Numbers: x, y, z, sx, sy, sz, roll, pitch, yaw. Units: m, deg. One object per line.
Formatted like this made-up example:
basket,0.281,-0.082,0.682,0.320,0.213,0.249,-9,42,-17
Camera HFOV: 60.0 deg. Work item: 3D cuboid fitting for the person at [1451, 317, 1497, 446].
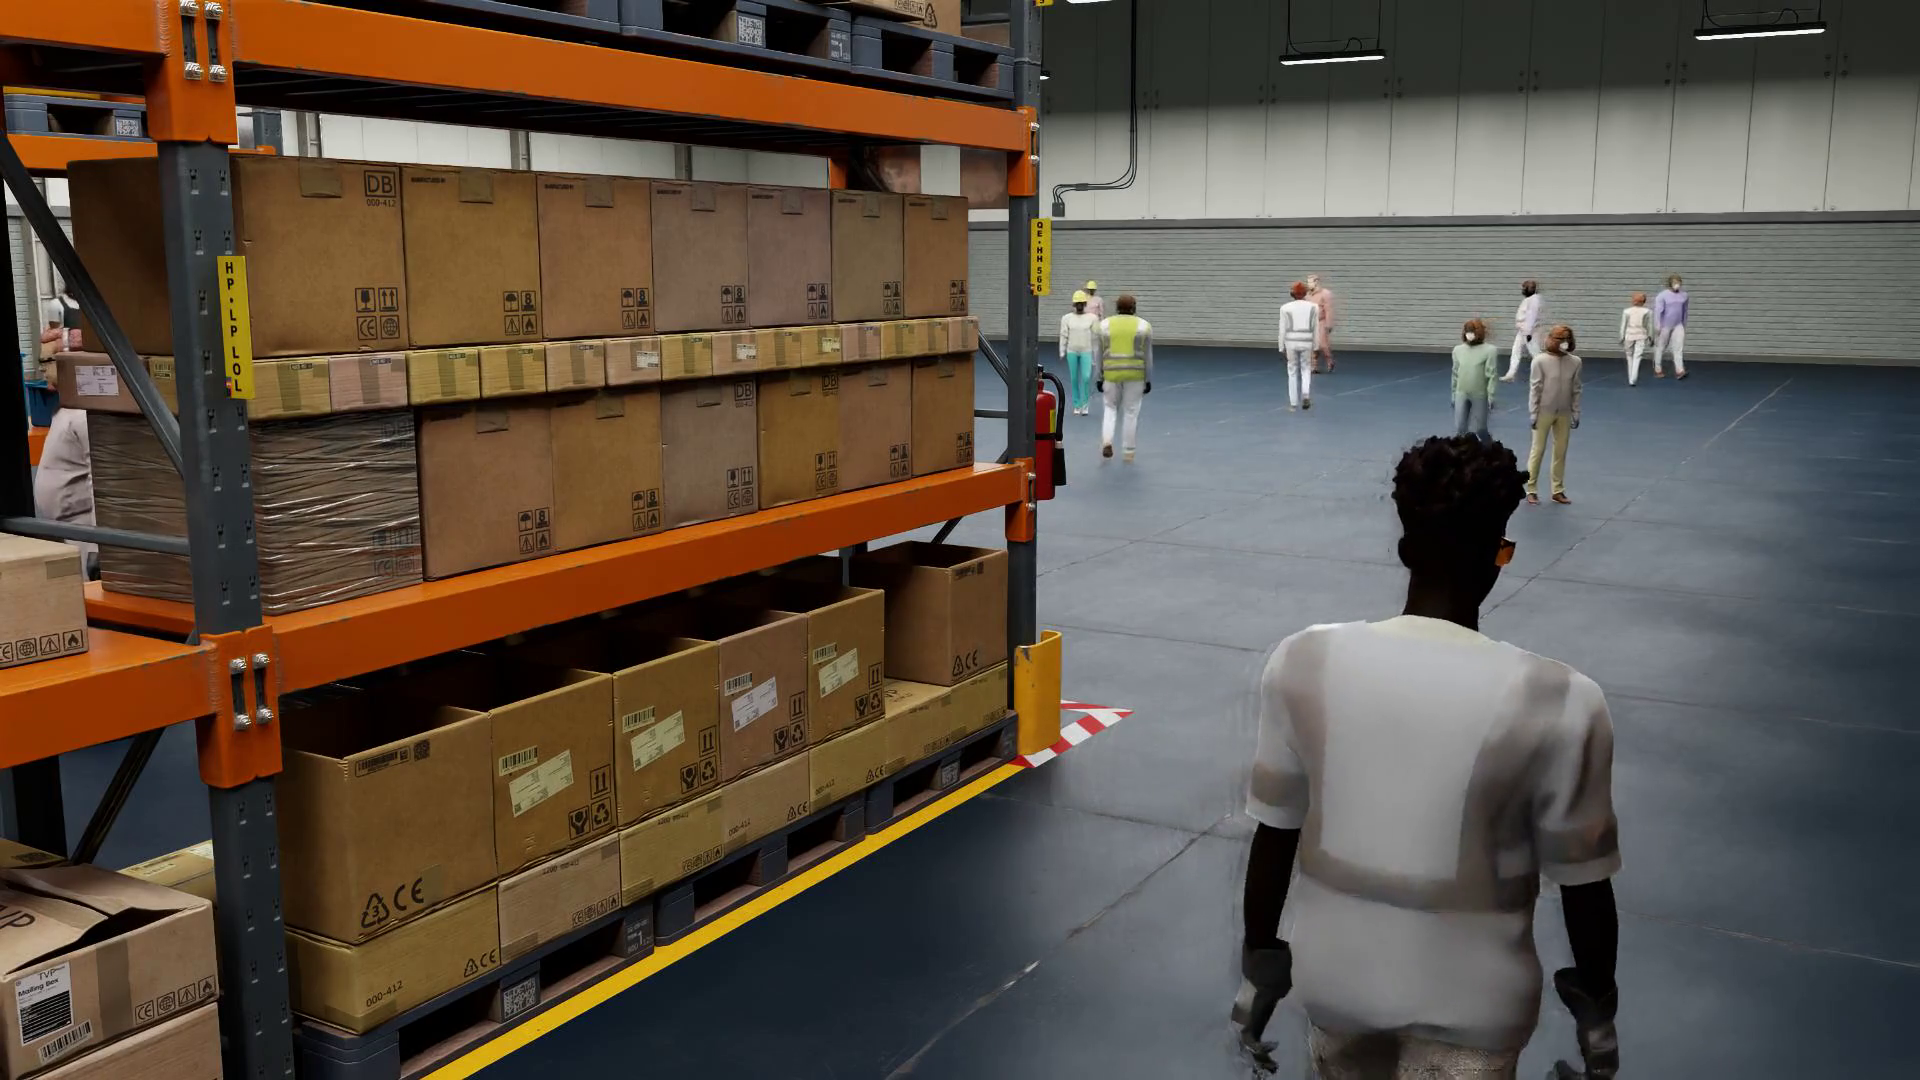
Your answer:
person,5.266,-1.476,17.008,0.511,1.614,0.625,9,13,41

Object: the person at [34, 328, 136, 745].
person,-4.006,-0.017,7.642,0.402,1.904,0.652,-6,11,-32

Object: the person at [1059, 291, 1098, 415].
person,1.651,-2.602,23.239,0.542,1.731,0.784,1,10,7

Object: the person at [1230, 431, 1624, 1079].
person,0.876,0.762,3.018,0.624,1.918,0.957,7,12,36

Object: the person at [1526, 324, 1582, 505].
person,5.328,-1.121,14.925,0.500,1.625,0.294,-2,10,-11

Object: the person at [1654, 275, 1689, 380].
person,12.896,-3.848,30.141,0.655,1.883,1.037,-1,10,-3

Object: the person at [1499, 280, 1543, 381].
person,10.149,-3.705,29.530,0.931,1.808,0.635,1,10,4

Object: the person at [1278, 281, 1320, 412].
person,4.844,-2.760,23.794,0.614,1.869,0.427,0,10,1

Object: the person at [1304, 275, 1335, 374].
person,6.781,-4.067,31.431,0.528,1.878,0.671,-6,12,-33

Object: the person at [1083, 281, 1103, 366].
person,2.664,-4.435,34.041,0.528,1.725,0.890,1,10,4

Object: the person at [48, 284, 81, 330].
person,-12.275,-2.744,23.202,0.573,2.000,0.684,10,14,44

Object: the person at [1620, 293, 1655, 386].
person,11.642,-3.442,28.603,0.539,1.593,0.871,7,12,35

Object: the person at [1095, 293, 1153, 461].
person,1.786,-1.761,18.071,0.624,1.832,0.433,3,10,15
